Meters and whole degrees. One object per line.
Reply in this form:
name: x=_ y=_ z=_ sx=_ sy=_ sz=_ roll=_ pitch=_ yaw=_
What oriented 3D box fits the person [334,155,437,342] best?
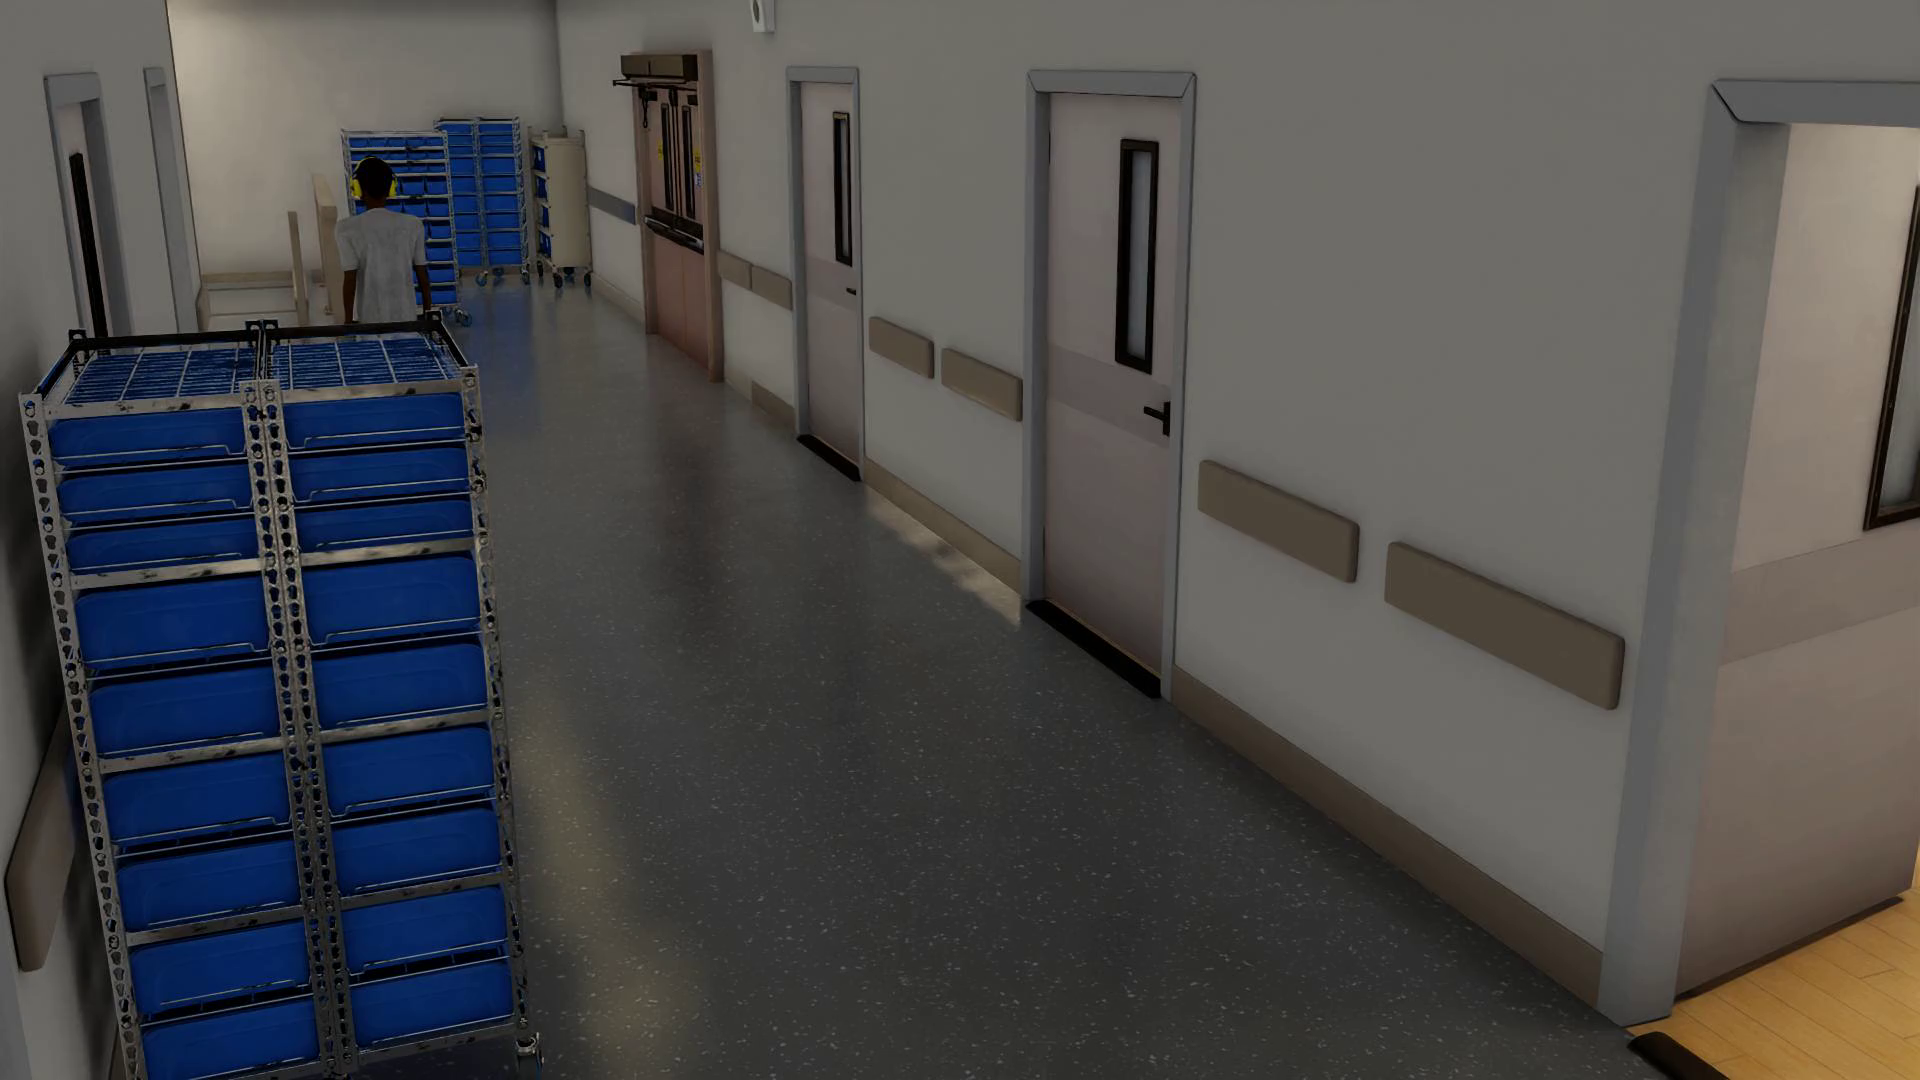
person: x=-3.183 y=-1.181 z=9.251 sx=0.532 sy=1.868 sz=0.310 roll=-13 pitch=20 yaw=-37
